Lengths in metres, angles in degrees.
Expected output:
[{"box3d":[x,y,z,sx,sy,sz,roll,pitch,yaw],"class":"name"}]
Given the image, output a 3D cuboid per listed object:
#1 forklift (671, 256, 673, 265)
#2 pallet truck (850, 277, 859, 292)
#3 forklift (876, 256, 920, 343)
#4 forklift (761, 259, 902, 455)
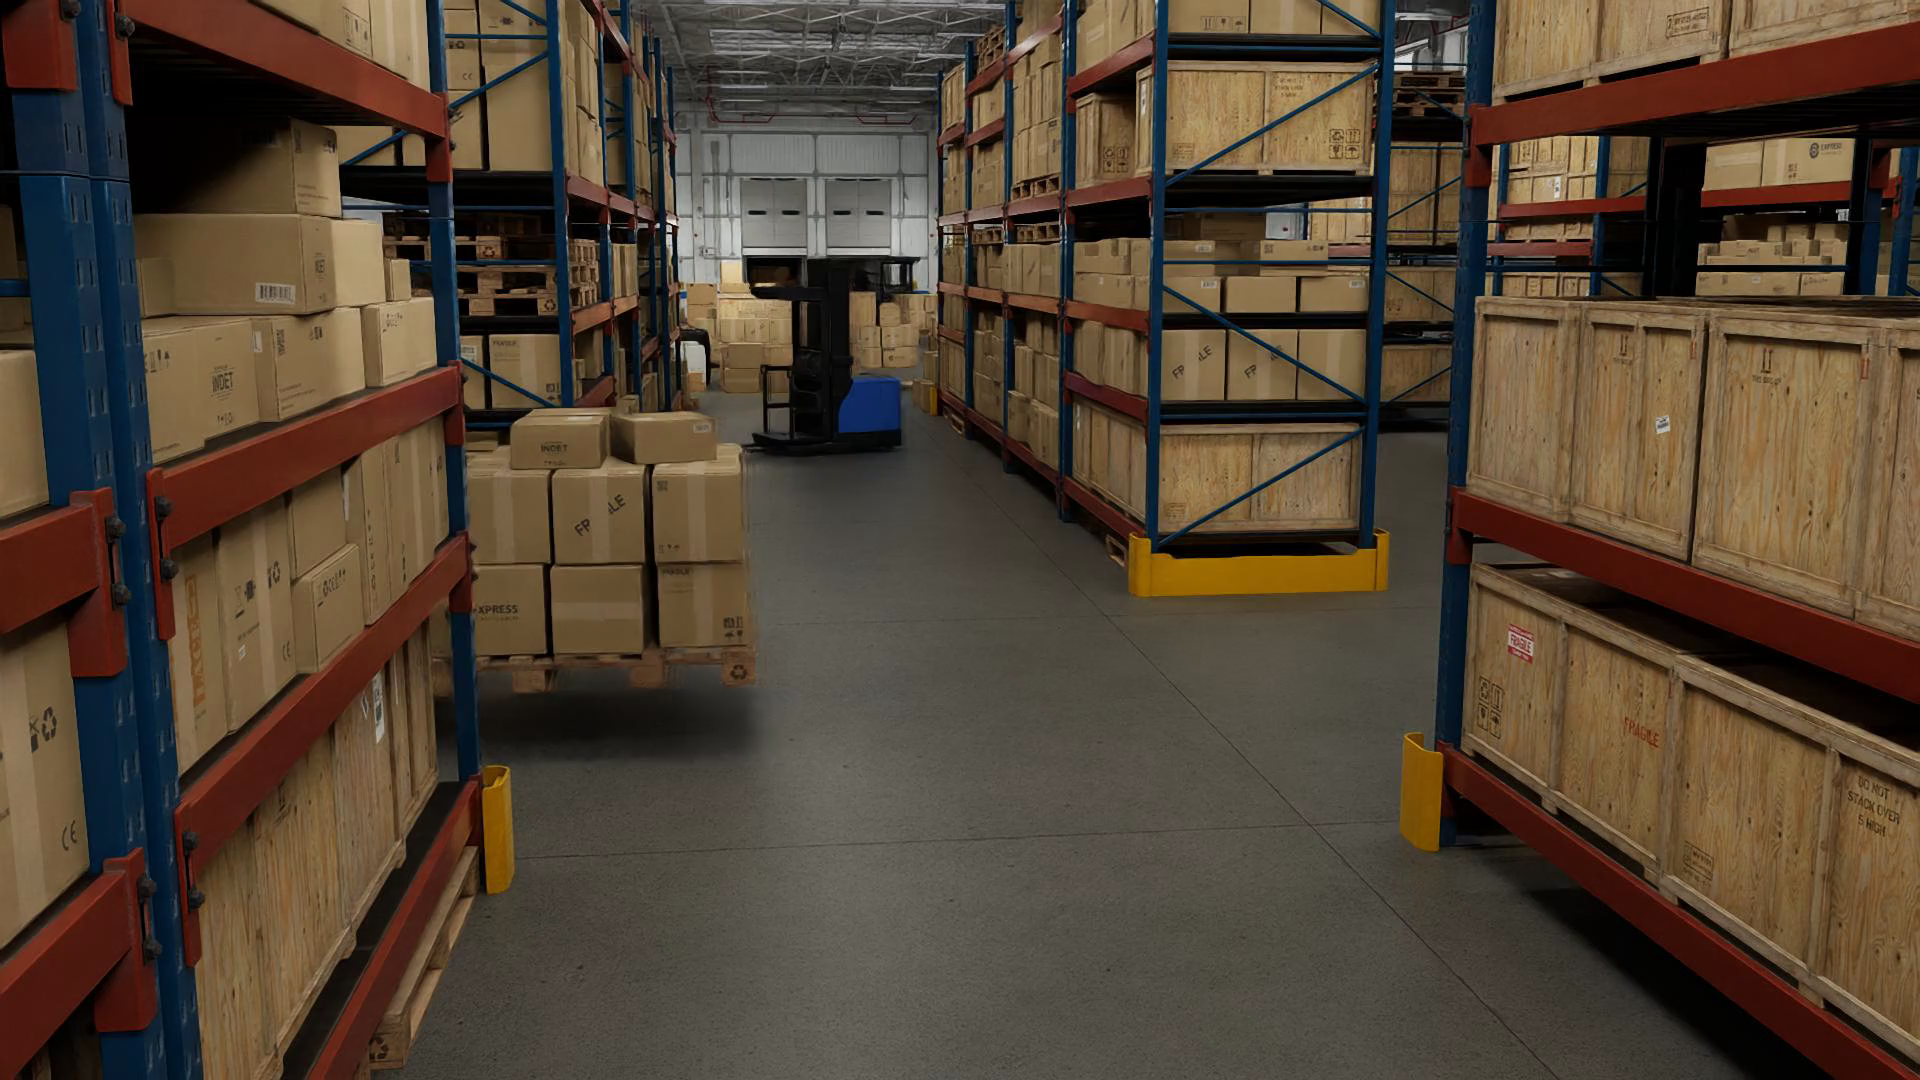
[{"box3d":[-10.987,-9.066,61.344,1.129,2.768,1.873,-1,10,-7],"class":"forklift"},{"box3d":[-3.782,-9.391,65.808,1.885,1.965,0.823,2,10,10],"class":"pallet truck"},{"box3d":[-2.206,-7.869,54.379,1.129,2.768,1.873,-5,11,-26],"class":"forklift"},{"box3d":[-1.902,-2.724,24.422,1.873,2.768,1.129,-5,11,-28],"class":"forklift"}]
